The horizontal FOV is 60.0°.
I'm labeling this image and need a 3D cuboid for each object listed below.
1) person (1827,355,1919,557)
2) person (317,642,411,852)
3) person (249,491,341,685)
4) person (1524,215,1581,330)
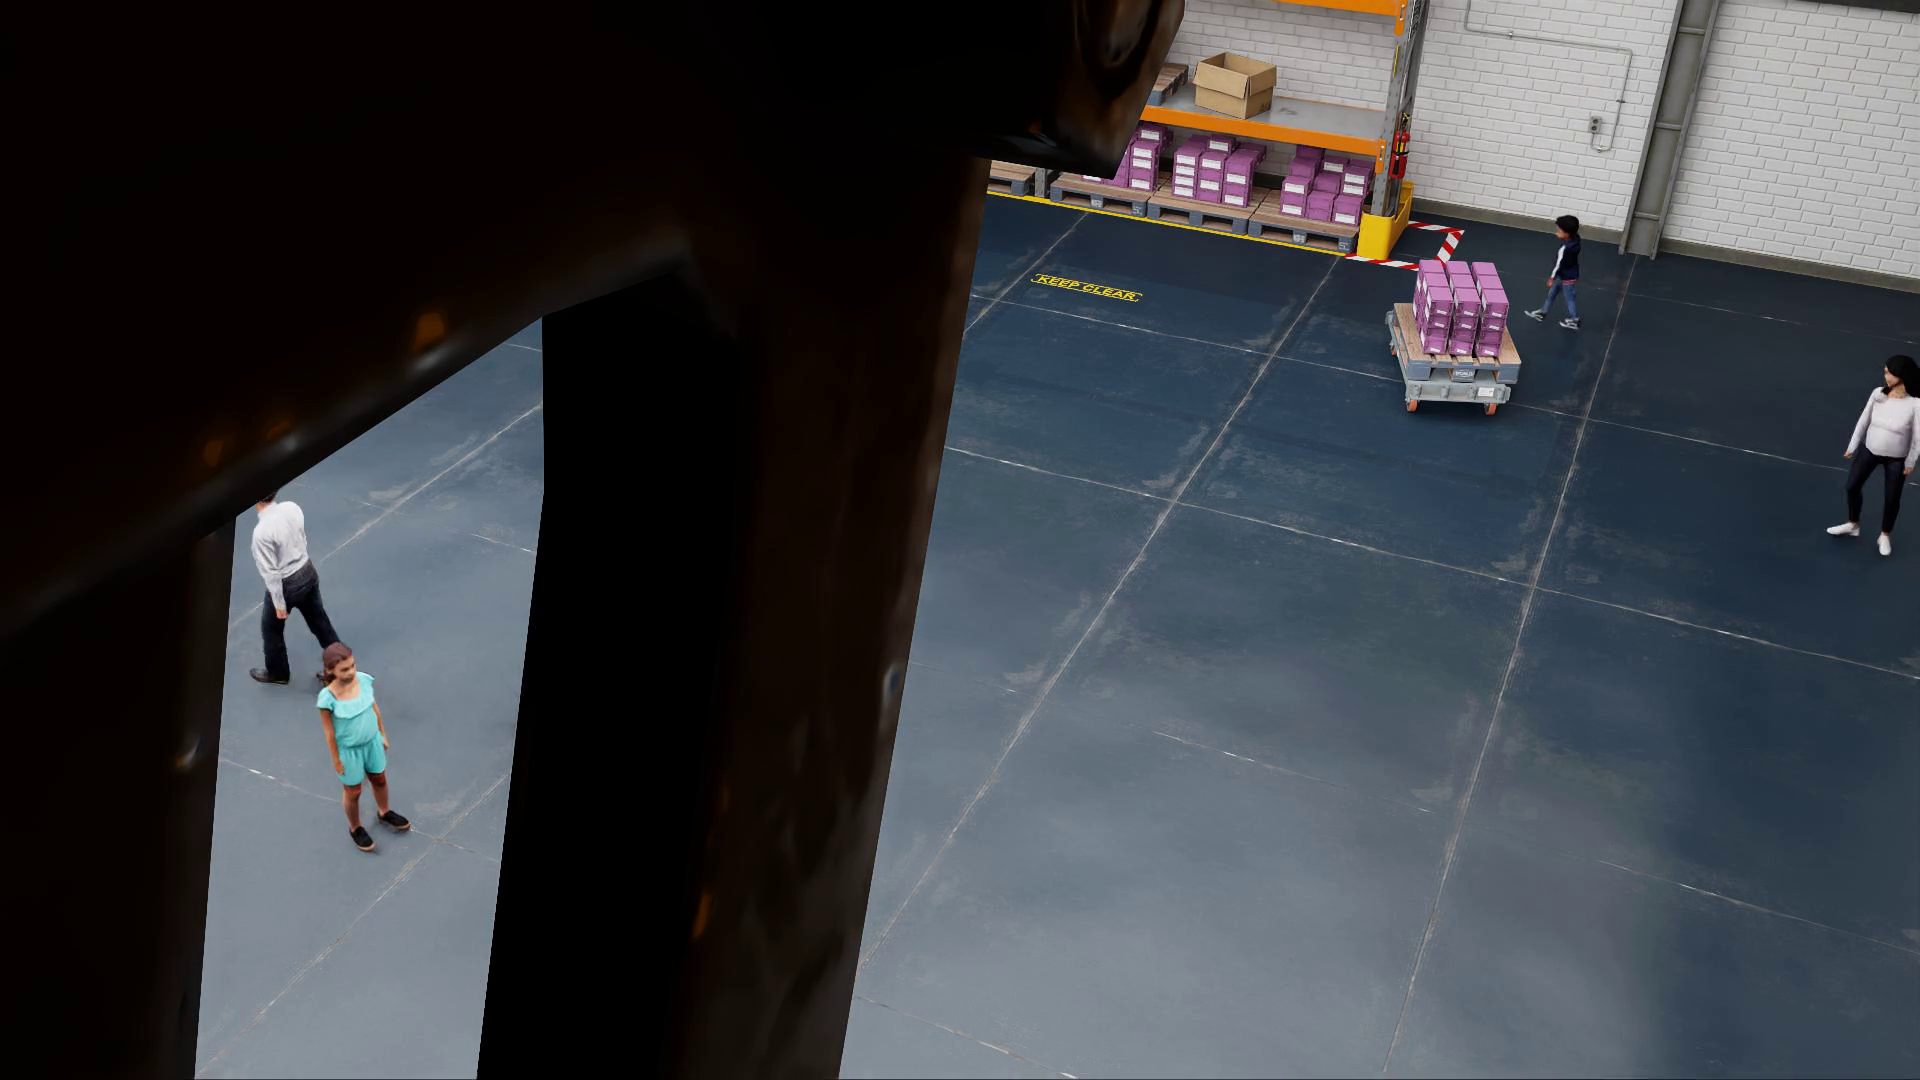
[{"bbox_3d":[7.409,-0.692,13.298,0.706,1.670,0.852,24,40,31],"label":"person"},{"bbox_3d":[-3.796,1.275,10.444,0.606,1.554,0.603,26,42,34],"label":"person"},{"bbox_3d":[-4.612,0.328,11.653,1.014,1.794,0.786,9,35,13],"label":"person"},{"bbox_3d":[6.154,-2.671,16.717,0.776,1.183,0.533,21,39,28],"label":"person"}]
